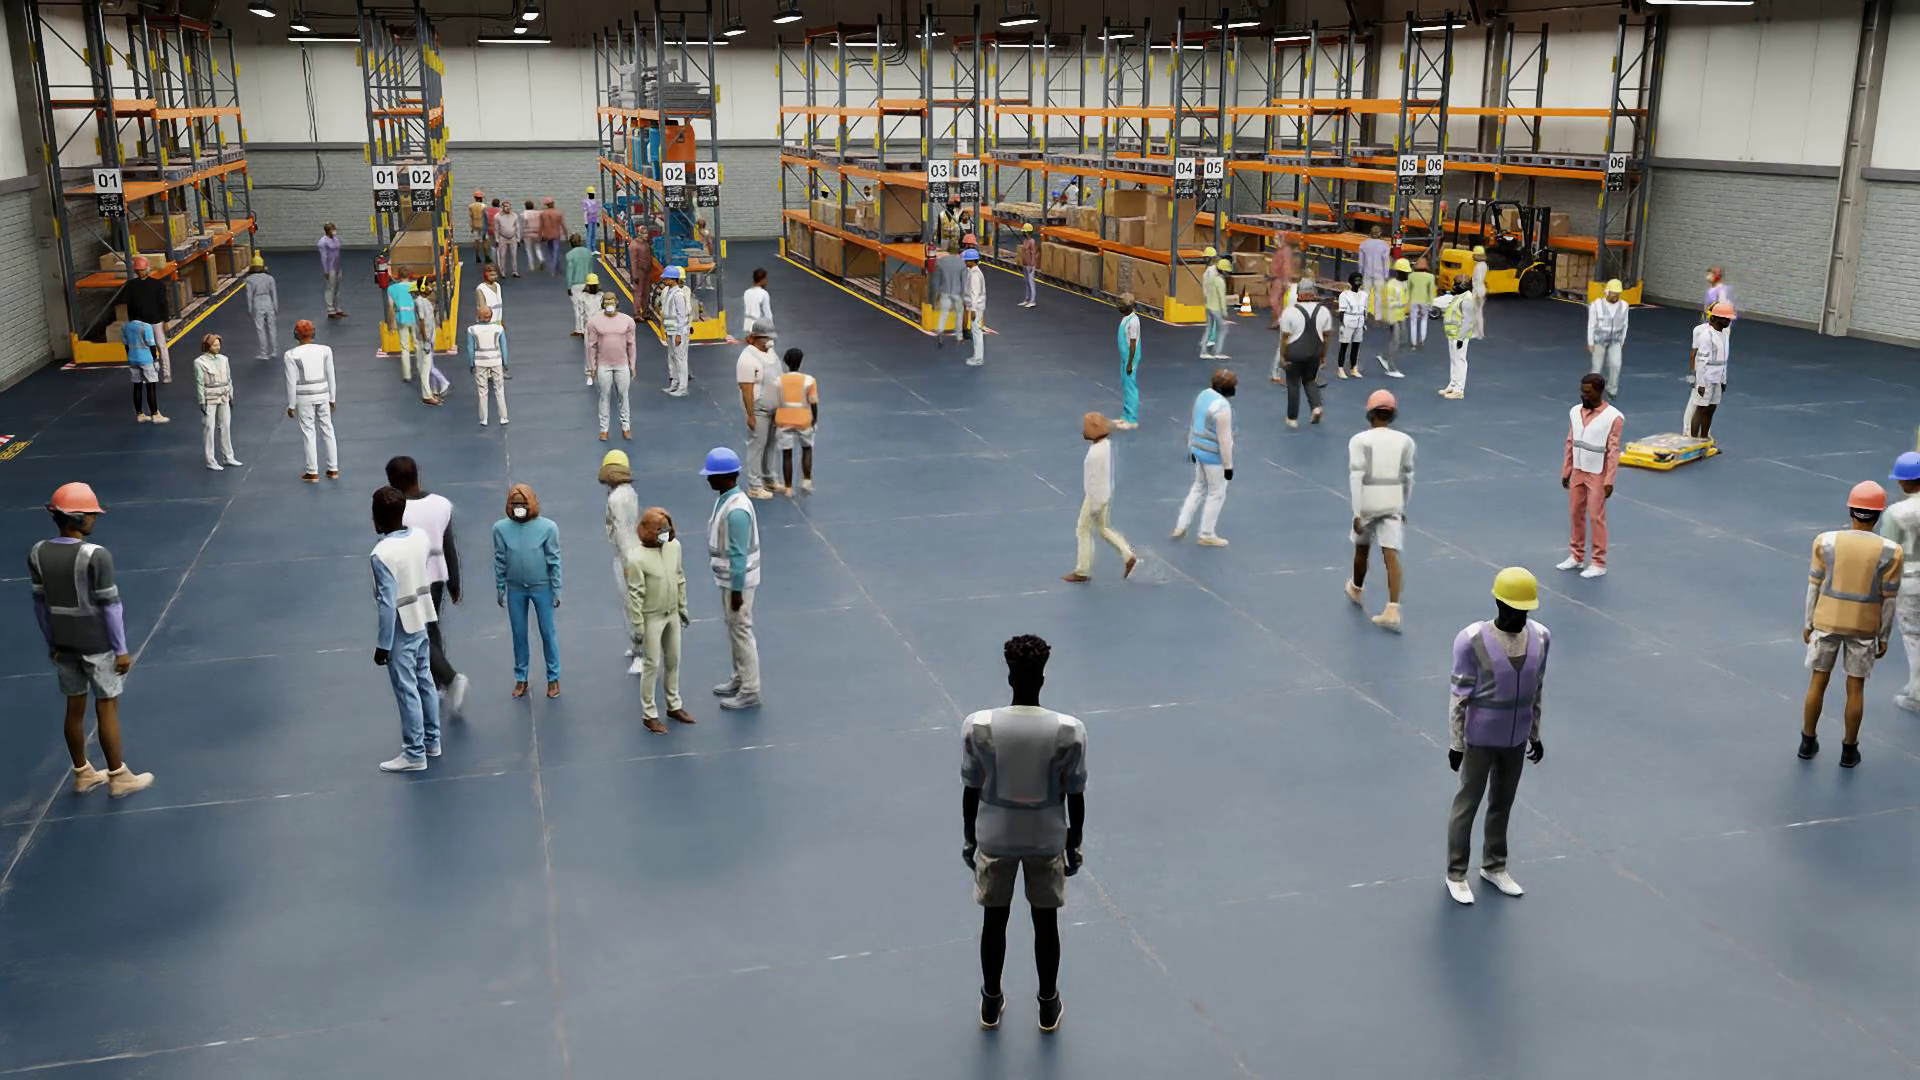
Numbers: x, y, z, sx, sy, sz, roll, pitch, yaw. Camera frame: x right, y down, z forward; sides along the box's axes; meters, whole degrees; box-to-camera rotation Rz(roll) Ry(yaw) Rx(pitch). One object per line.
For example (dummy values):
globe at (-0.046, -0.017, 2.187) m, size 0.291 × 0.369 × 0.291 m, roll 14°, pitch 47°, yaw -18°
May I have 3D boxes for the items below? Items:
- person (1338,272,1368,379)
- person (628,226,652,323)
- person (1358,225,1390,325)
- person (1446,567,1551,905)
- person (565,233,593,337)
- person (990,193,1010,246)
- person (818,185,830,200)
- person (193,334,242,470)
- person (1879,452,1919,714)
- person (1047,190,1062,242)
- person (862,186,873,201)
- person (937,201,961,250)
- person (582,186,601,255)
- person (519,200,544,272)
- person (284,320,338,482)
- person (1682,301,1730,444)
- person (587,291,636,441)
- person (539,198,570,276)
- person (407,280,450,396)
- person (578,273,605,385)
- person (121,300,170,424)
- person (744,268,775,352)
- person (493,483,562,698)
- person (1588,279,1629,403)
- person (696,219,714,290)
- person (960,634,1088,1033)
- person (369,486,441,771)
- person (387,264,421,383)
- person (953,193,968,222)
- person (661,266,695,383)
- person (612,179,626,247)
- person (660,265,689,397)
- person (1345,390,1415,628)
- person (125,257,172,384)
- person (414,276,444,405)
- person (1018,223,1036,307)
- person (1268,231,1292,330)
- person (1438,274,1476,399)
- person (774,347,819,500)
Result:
person at (6.233, -3.397, 26.393) m, size 0.547 × 1.693 × 0.339 m, roll -7°, pitch 16°, yaw -24°
person at (-6.317, -5.292, 33.133) m, size 0.400 × 1.900 × 0.647 m, roll 5°, pitch 16°, yaw 18°
person at (8.147, -5.215, 32.762) m, size 0.630 × 1.937 × 0.373 m, roll 9°, pitch 17°, yaw 30°
person at (2.966, 1.067, 9.146) m, size 0.594 × 1.922 × 0.385 m, roll -5°, pitch 16°, yaw -17°
person at (-7.098, -4.758, 31.056) m, size 0.364 × 1.933 × 0.630 m, roll 10°, pitch 18°, yaw 34°
person at (1.152, -9.684, 50.265) m, size 0.878 × 1.567 × 0.552 m, roll -13°, pitch 19°, yaw -39°
person at (-3.924, -9.251, 47.975) m, size 0.383 × 1.922 × 0.587 m, roll -2°, pitch 15°, yaw -8°
person at (-8.935, -1.658, 19.963) m, size 0.313 × 1.634 × 0.514 m, roll 6°, pitch 16°, yaw 21°
person at (6.901, 0.316, 12.019) m, size 0.617 × 1.902 × 0.546 m, roll -4°, pitch 15°, yaw -15°
person at (2.583, -8.493, 45.072) m, size 0.604 × 1.949 × 0.389 m, roll 1°, pitch 15°, yaw 3°
person at (-2.704, -9.546, 49.213) m, size 0.511 × 1.862 × 0.324 m, roll 10°, pitch 18°, yaw 33°
person at (-0.265, -7.623, 42.000) m, size 0.625 × 1.847 × 0.429 m, roll -1°, pitch 15°, yaw -5°
person at (-10.468, -9.084, 47.338) m, size 0.375 × 1.925 × 0.595 m, roll 7°, pitch 16°, yaw 24°
person at (-10.983, -7.783, 42.629) m, size 0.627 × 1.831 × 0.449 m, roll -10°, pitch 18°, yaw -32°
person at (-7.521, -1.611, 19.304) m, size 0.355 × 1.883 × 0.573 m, roll 14°, pitch 20°, yaw 43°
person at (9.609, -2.145, 21.368) m, size 0.504 × 1.861 × 0.329 m, roll -3°, pitch 15°, yaw -10°
person at (-4.514, -2.260, 21.639) m, size 0.631 × 1.940 × 0.372 m, roll -4°, pitch 15°, yaw -15°
person at (-10.198, -7.615, 41.814) m, size 0.707 × 1.925 × 0.978 m, roll 1°, pitch 15°, yaw 3°
person at (-7.923, -2.991, 24.768) m, size 0.500 × 1.751 × 0.543 m, roll -2°, pitch 15°, yaw -6°
person at (-5.664, -3.270, 25.831) m, size 0.485 × 1.736 × 0.321 m, roll -4°, pitch 15°, yaw -16°
person at (-11.171, -2.430, 22.740) m, size 0.532 × 1.696 × 0.319 m, roll 5°, pitch 16°, yaw 19°
person at (-3.037, -3.119, 24.938) m, size 0.583 × 1.902 × 0.625 m, roll -10°, pitch 18°, yaw -34°
person at (-3.190, 0.373, 12.328) m, size 0.501 × 1.628 × 0.279 m, roll 0°, pitch 15°, yaw 1°
person at (9.456, -2.894, 24.276) m, size 0.596 × 1.811 × 0.632 m, roll 1°, pitch 15°, yaw 5°
person at (-5.982, -6.631, 38.658) m, size 0.512 × 1.639 × 0.312 m, roll 5°, pitch 16°, yaw 19°
person at (0.299, 1.394, 7.865) m, size 0.599 × 1.957 × 0.377 m, roll 0°, pitch 15°, yaw 2°
person at (-3.667, 0.582, 10.979) m, size 0.392 × 1.920 × 0.592 m, roll 2°, pitch 15°, yaw 8°
person at (-8.630, -3.388, 26.060) m, size 0.570 × 1.843 × 0.372 m, roll -6°, pitch 16°, yaw -21°
person at (-0.058, -8.198, 44.013) m, size 0.581 × 1.918 × 0.416 m, roll -4°, pitch 15°, yaw -14°
person at (-4.382, -3.361, 25.988) m, size 0.404 × 1.828 × 0.599 m, roll 10°, pitch 18°, yaw 32°
person at (-10.246, -9.843, 50.062) m, size 0.609 × 1.996 × 0.379 m, roll 13°, pitch 20°, yaw 41°
person at (-4.263, -3.124, 24.864) m, size 0.384 × 1.951 × 0.605 m, roll -7°, pitch 17°, yaw -26°
person at (3.585, -0.277, 14.169) m, size 0.615 × 1.951 × 1.138 m, roll -2°, pitch 15°, yaw -7°
person at (-12.650, -3.419, 25.918) m, size 0.611 × 1.985 × 0.415 m, roll -2°, pitch 15°, yaw -7°
person at (-7.757, -2.910, 24.226) m, size 0.328 × 1.865 × 0.521 m, roll -4°, pitch 15°, yaw -14°
person at (1.448, -5.871, 35.559) m, size 0.312 × 1.768 × 0.530 m, roll -5°, pitch 16°, yaw -19°
person at (6.076, -4.965, 31.917) m, size 0.527 × 1.887 × 0.670 m, roll -1°, pitch 15°, yaw -4°
person at (7.391, -3.027, 24.709) m, size 0.429 × 1.844 × 0.627 m, roll 1°, pitch 15°, yaw 3°
person at (-1.840, -1.299, 18.520) m, size 0.549 × 1.678 × 0.528 m, roll 0°, pitch 15°, yaw 0°
